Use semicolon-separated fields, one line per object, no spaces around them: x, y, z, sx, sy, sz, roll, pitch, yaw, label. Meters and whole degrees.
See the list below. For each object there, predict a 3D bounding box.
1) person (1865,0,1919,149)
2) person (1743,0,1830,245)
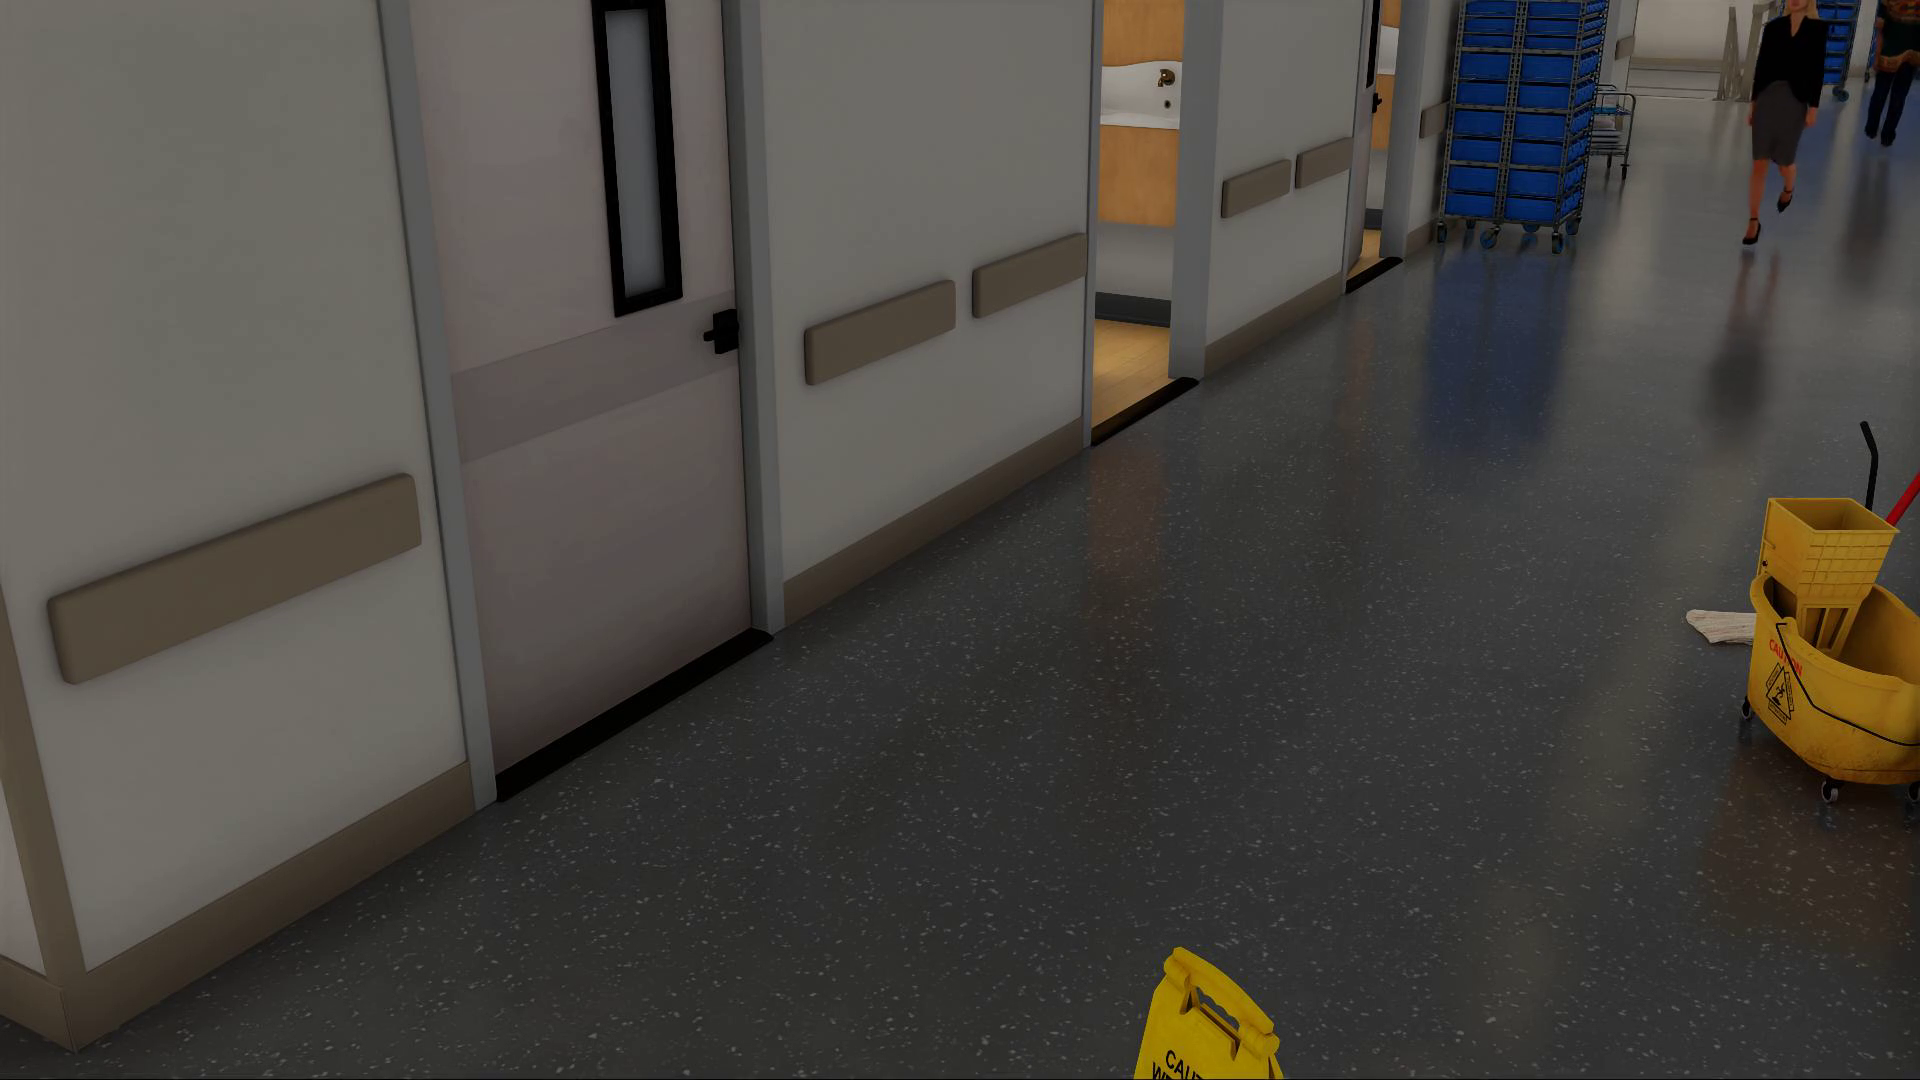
9.305;-4.763;16.440;0.753;1.762;1.140;9;23;23;person
5.860;-3.025;11.821;0.706;1.822;1.051;16;26;36;person
